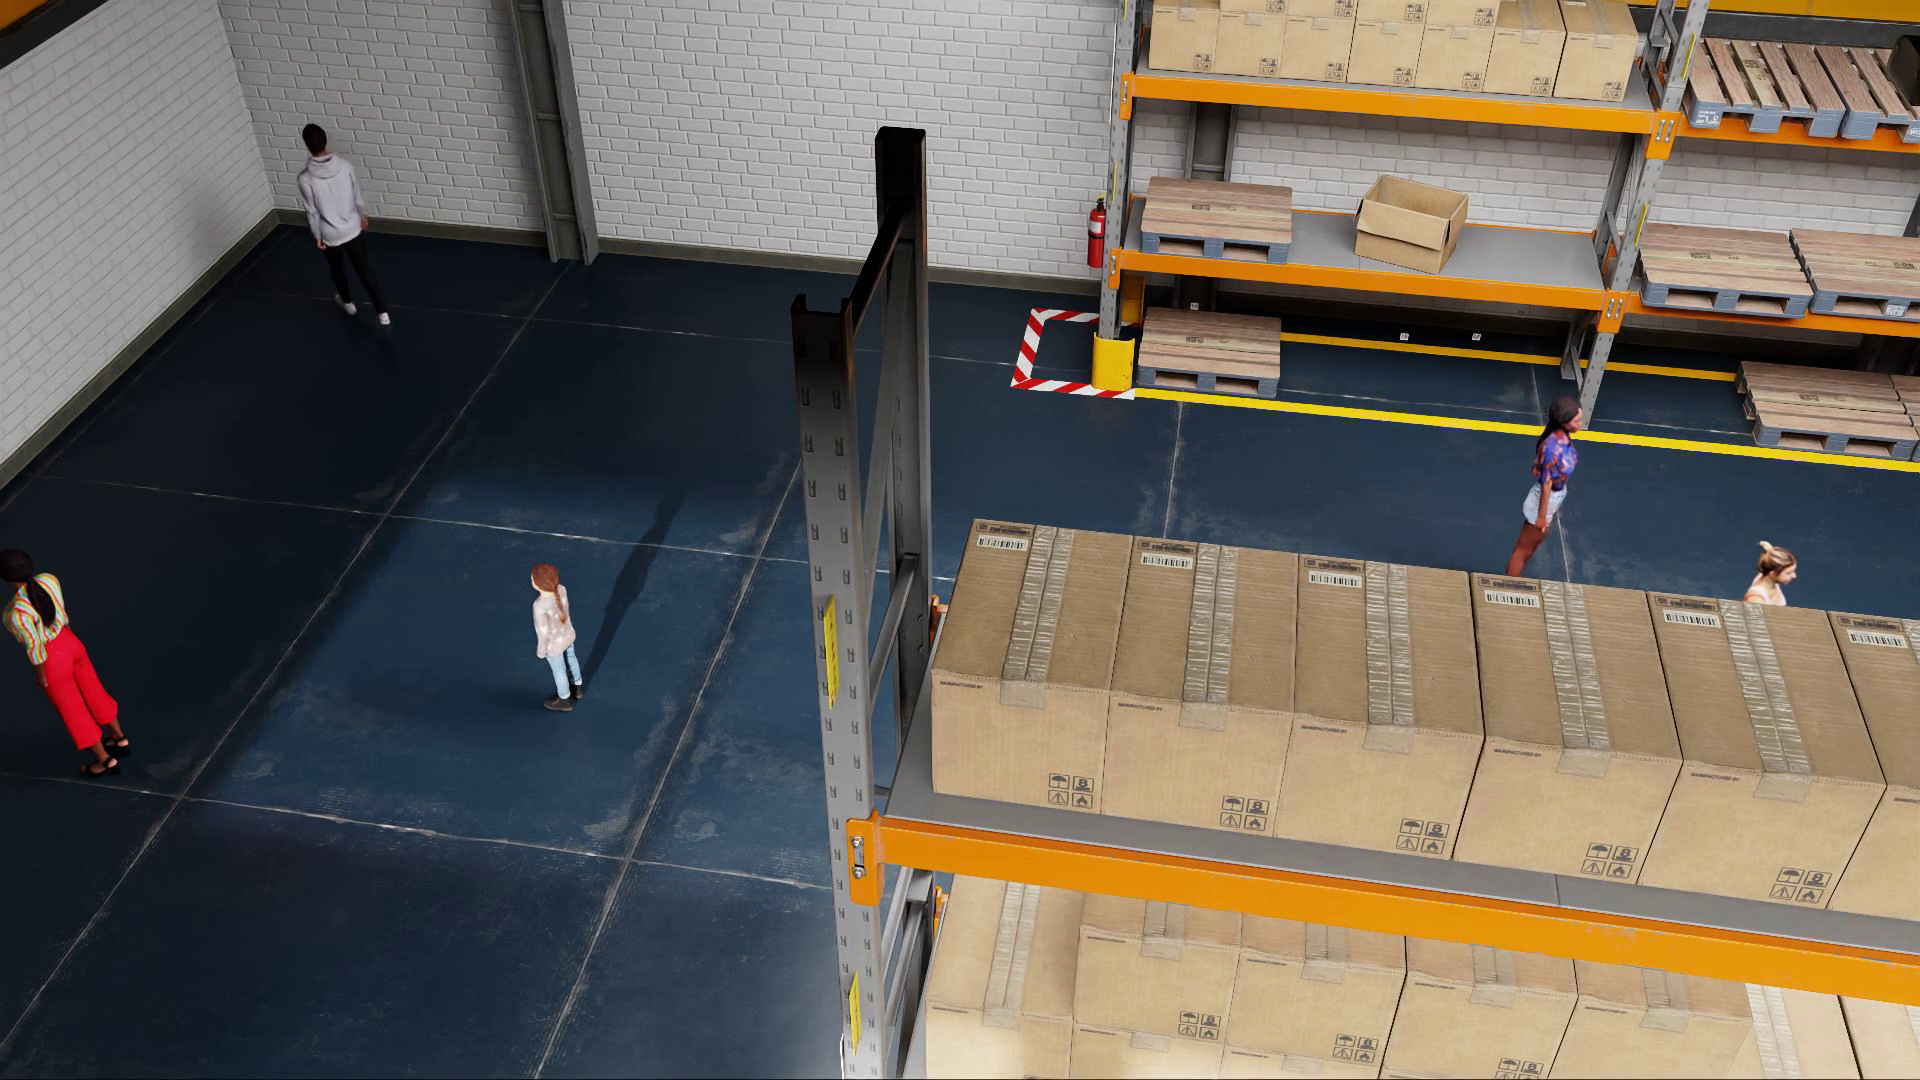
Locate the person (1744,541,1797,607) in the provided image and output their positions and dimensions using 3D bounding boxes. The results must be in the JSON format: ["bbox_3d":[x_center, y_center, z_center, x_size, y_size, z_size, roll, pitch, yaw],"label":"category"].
[{"bbox_3d":[4.951,0.667,10.571,0.641,1.648,0.626,23,44,26],"label":"person"}]

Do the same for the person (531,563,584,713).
[{"bbox_3d":[-2.664,0.633,10.977,0.525,1.194,0.530,15,41,18],"label":"person"}]

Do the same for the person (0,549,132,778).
[{"bbox_3d":[-5.587,0.766,10.331,0.540,1.792,0.606,4,39,5],"label":"person"}]

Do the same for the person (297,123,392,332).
[{"bbox_3d":[-5.391,-2.689,14.576,1.200,1.894,1.312,-27,46,-29],"label":"person"}]

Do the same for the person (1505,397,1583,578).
[{"bbox_3d":[4.073,-0.259,11.653,0.610,1.745,0.647,17,42,21],"label":"person"}]
